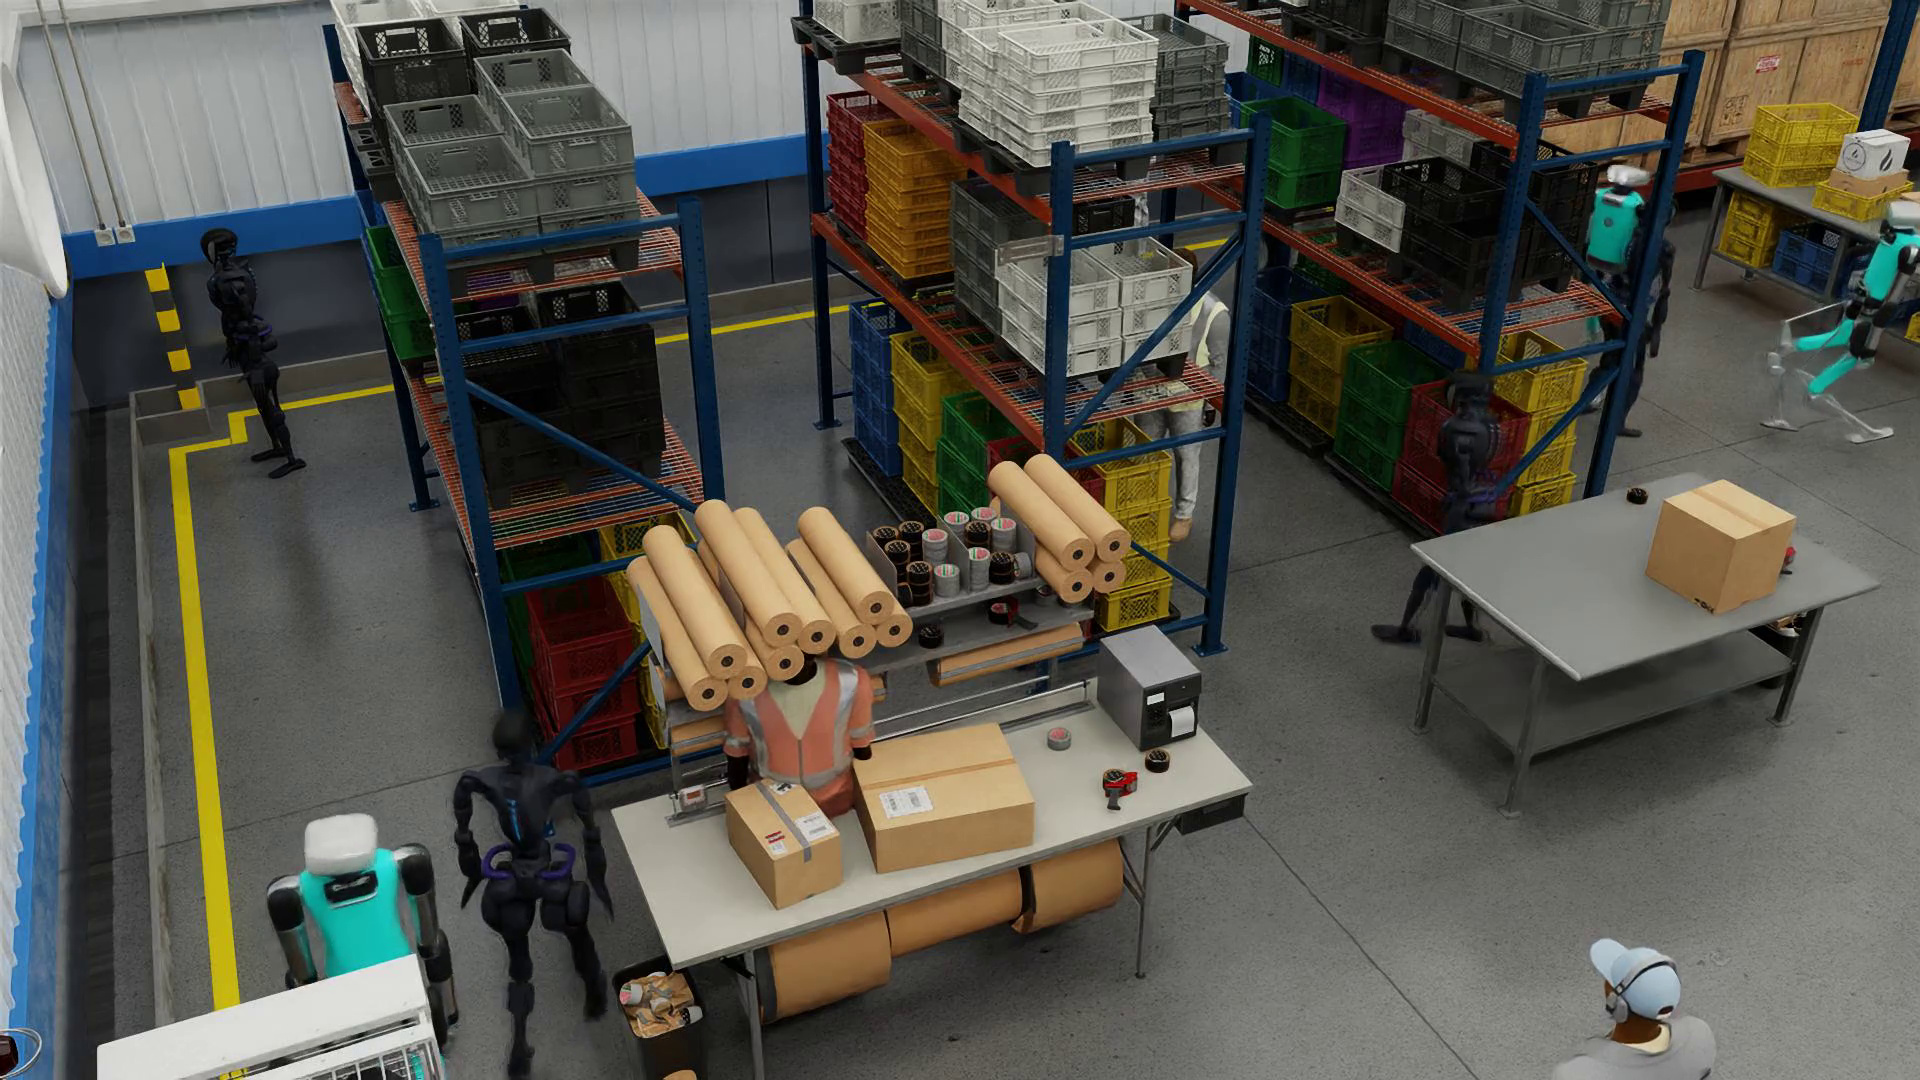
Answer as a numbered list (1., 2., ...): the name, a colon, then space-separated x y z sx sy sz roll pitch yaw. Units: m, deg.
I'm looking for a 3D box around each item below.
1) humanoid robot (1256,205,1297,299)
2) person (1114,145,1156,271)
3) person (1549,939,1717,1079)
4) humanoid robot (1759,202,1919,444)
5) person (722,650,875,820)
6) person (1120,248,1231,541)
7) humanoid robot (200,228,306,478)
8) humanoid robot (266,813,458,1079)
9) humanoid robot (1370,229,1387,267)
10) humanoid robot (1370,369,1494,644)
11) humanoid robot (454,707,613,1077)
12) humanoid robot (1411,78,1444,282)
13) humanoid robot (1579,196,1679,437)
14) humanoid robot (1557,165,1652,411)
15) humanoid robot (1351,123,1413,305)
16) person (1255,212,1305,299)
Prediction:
1. humanoid robot: 2.388 -2.495 12.671 0.339 1.648 0.595 -8 32 -12
2. person: 1.375 -2.984 13.277 0.356 1.884 0.573 11 33 17
3. person: 1.988 1.982 5.244 0.589 1.850 0.395 -12 34 -19
4. humanoid robot: 5.691 -1.363 10.787 1.036 1.733 0.561 6 32 9
5. person: -0.631 1.037 6.676 0.598 1.957 0.364 -3 32 -5
6. person: 1.242 -0.861 9.870 0.633 1.840 0.429 17 36 26
7. humanoid robot: -4.504 -1.189 10.543 0.315 1.657 0.599 -22 38 -31
8. humanoid robot: -1.888 1.854 5.613 0.548 1.827 0.896 -14 34 -22
9. humanoid robot: 3.223 -2.575 12.761 0.551 1.776 0.805 -9 33 -14
10. humanoid robot: 2.614 -0.166 8.918 0.695 1.628 0.609 8 32 13
11. humanoid robot: -1.677 1.332 6.497 0.606 1.654 0.601 -1 32 -1
12. humanoid robot: 3.617 -2.874 13.291 0.347 1.655 0.608 10 33 16
13. humanoid robot: 4.447 -1.510 11.081 0.390 1.640 0.589 -9 33 -14
14. humanoid robot: 4.505 -1.726 11.373 0.678 1.787 0.537 -23 38 -33
15. humanoid robot: 3.076 -2.106 12.027 0.543 1.829 0.695 -6 32 -9
16. person: 2.514 -2.737 12.938 0.588 1.823 0.405 -5 32 -8
